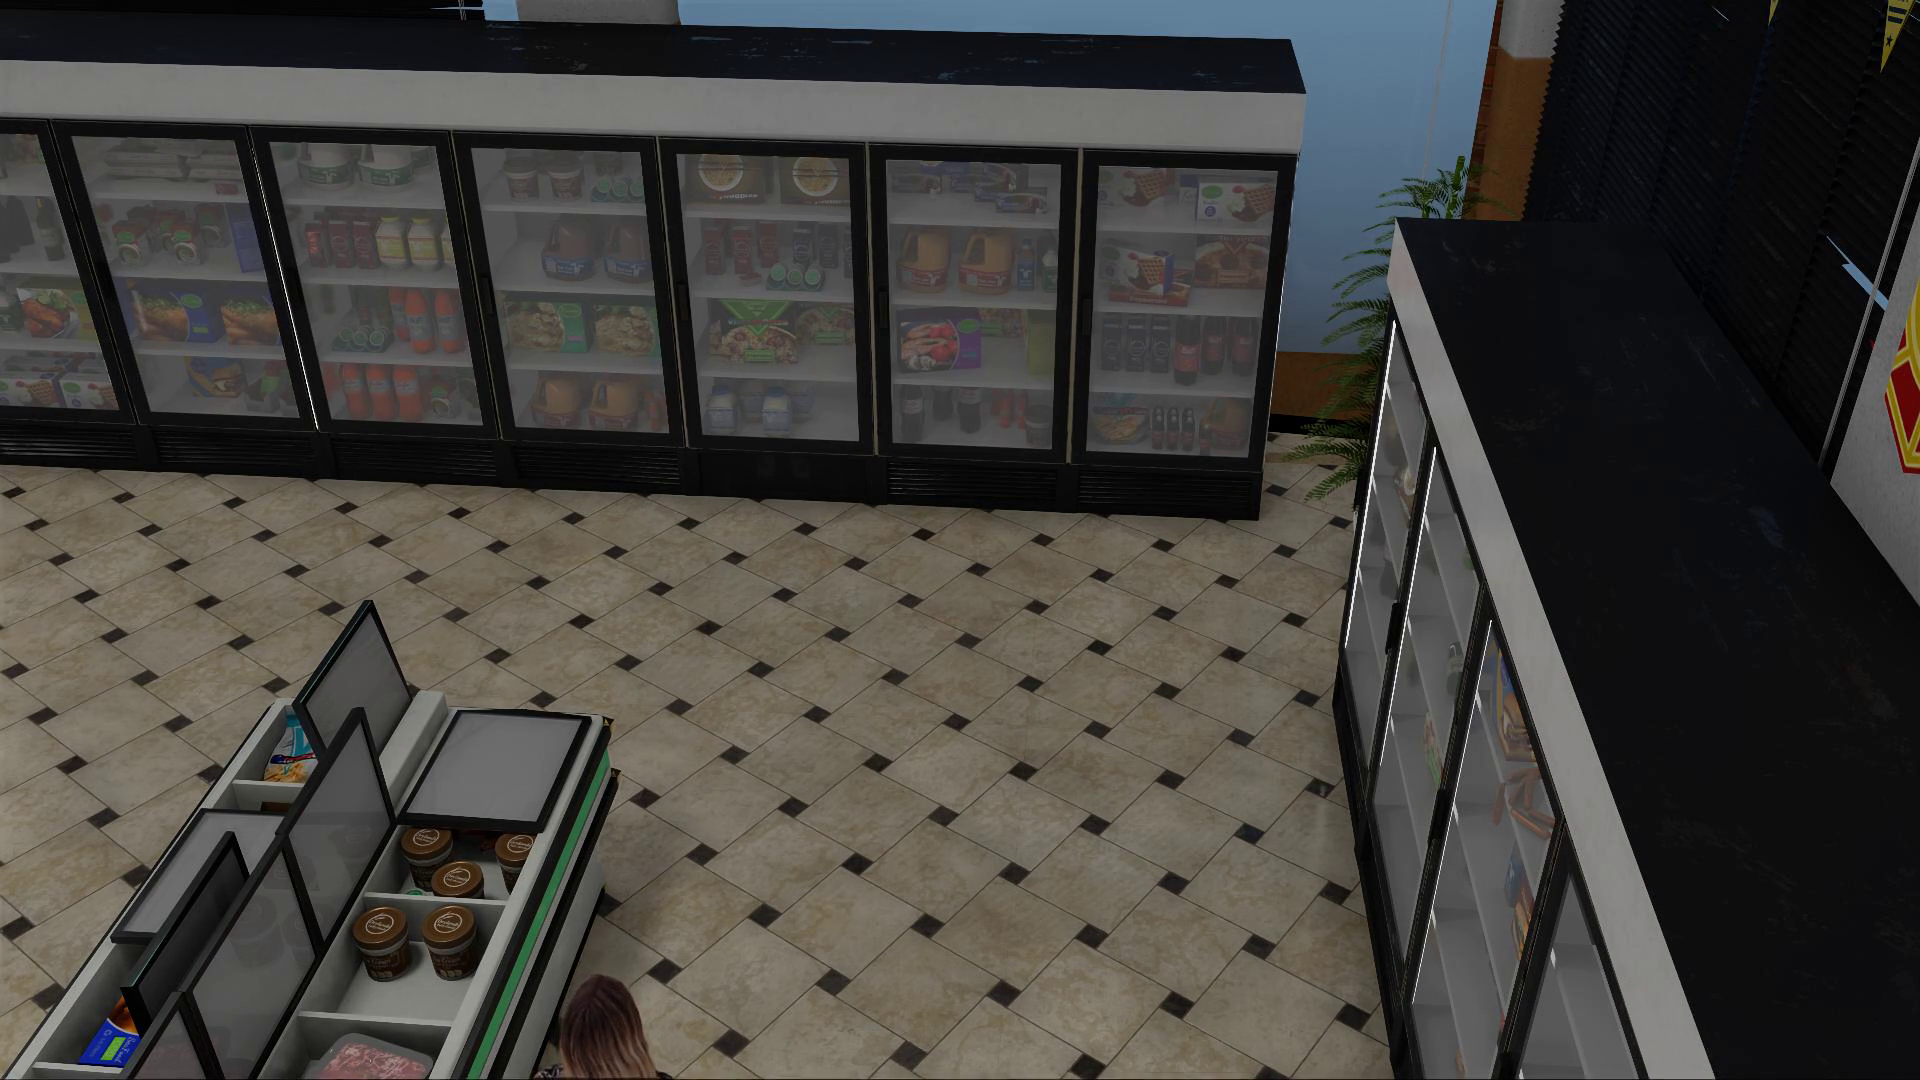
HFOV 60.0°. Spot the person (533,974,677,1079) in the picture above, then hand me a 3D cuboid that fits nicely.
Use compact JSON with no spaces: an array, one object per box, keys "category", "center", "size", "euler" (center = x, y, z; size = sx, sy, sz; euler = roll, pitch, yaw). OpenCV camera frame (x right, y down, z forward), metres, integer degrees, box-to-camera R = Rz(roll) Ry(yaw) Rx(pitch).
[{"category":"person","center":[-0.828,1.758,4.234],"size":[0.558,1.706,0.486],"euler":[3,32,5]}]
